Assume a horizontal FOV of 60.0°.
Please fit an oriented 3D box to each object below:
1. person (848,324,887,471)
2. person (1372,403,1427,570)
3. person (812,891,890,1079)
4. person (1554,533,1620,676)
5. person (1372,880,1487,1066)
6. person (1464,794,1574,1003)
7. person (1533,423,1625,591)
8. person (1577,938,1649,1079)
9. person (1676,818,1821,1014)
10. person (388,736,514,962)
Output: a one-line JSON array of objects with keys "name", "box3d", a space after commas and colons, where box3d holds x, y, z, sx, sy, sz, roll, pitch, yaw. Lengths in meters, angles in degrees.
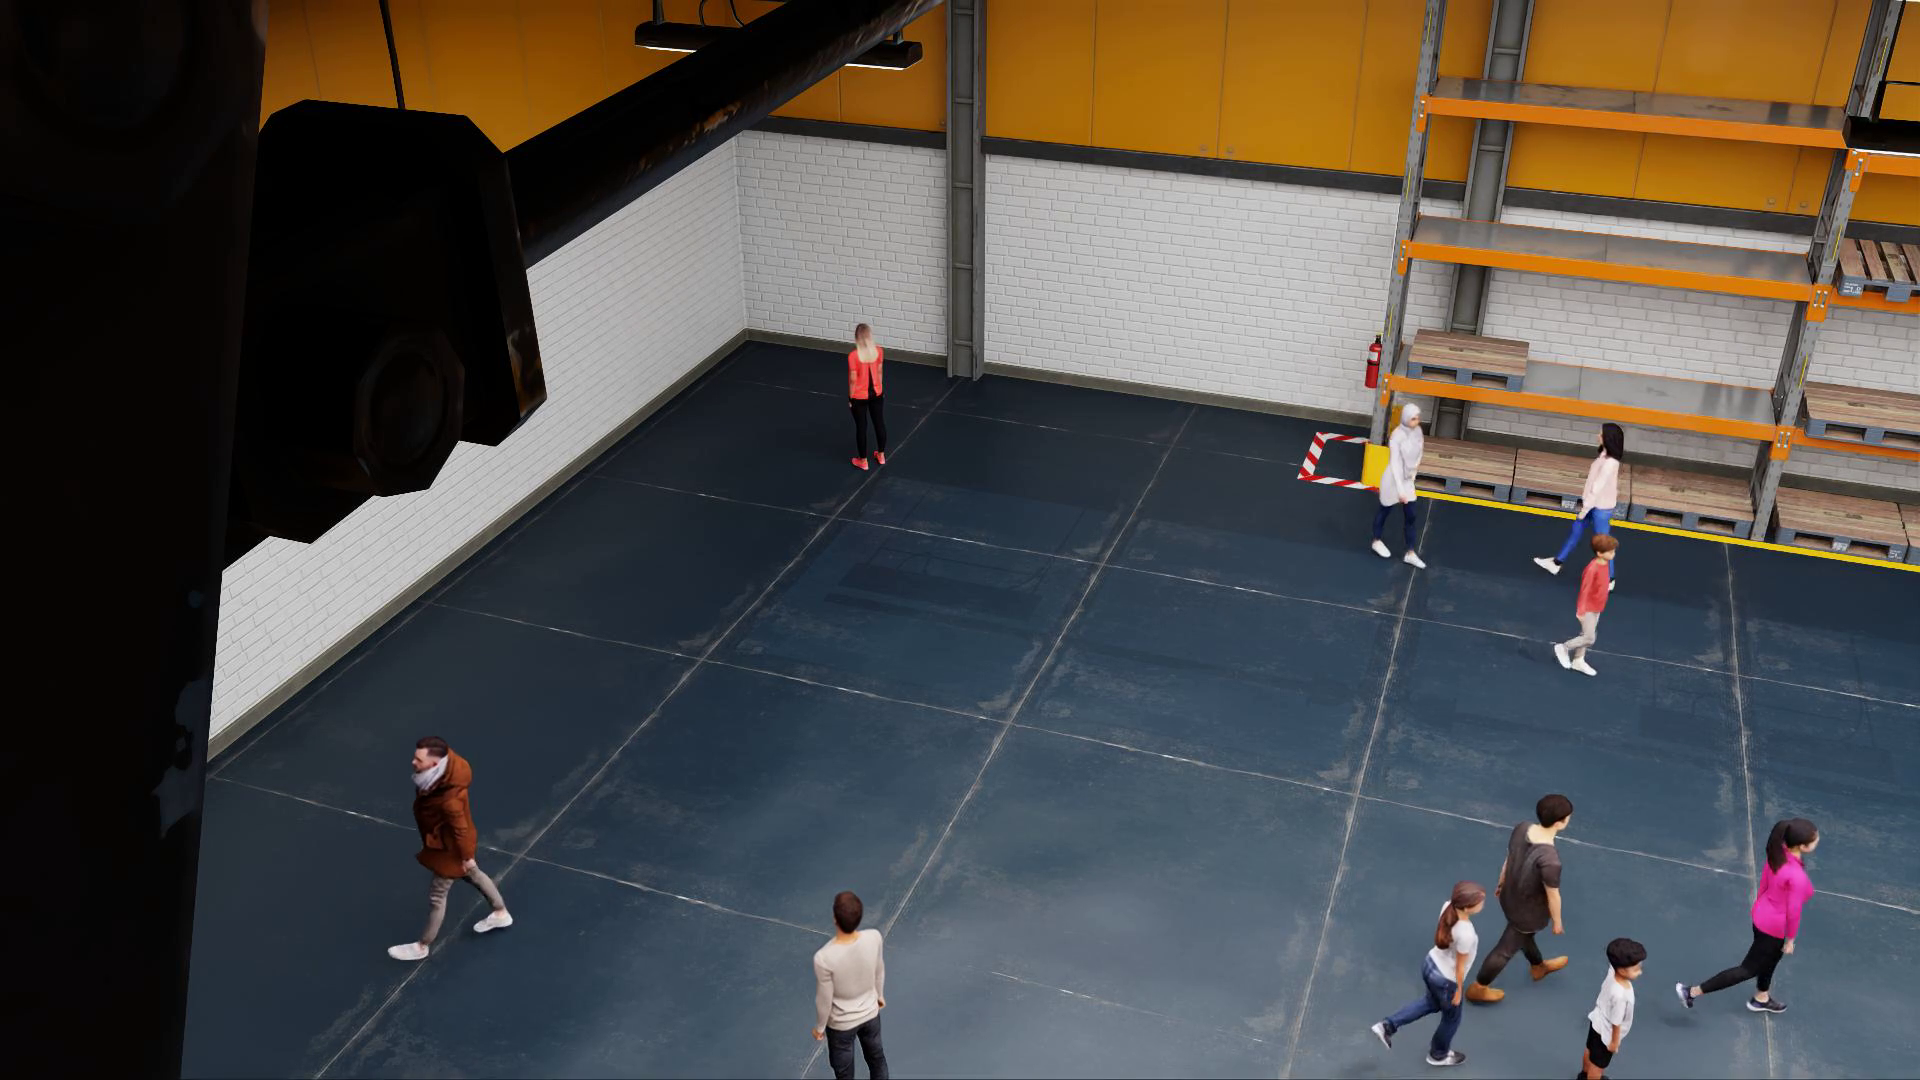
[{"name": "person", "box3d": [-1.041, -1.612, 18.613, 0.680, 1.694, 0.718, -17, 33, -28]}, {"name": "person", "box3d": [4.337, -0.603, 16.709, 0.950, 1.747, 1.022, -15, 32, -25]}, {"name": "person", "box3d": [-0.656, 2.901, 10.159, 0.745, 1.868, 0.766, -19, 34, -30]}, {"name": "person", "box3d": [5.604, 0.558, 14.931, 0.709, 1.412, 0.637, 23, 36, 36]}, {"name": "person", "box3d": [3.059, 2.805, 10.679, 0.952, 1.538, 0.788, -6, 29, -10]}, {"name": "person", "box3d": [3.730, 2.446, 11.197, 1.142, 1.673, 0.950, -4, 29, -8]}, {"name": "person", "box3d": [6.302, -0.289, 16.148, 1.007, 1.734, 0.688, 11, 30, 19]}, {"name": "person", "box3d": [4.112, 3.043, 10.537, 0.513, 1.257, 0.514, 5, 29, 10]}, {"name": "person", "box3d": [5.272, 2.547, 11.015, 1.109, 1.670, 0.769, 2, 29, 3]}, {"name": "person", "box3d": [-3.482, 2.118, 11.676, 1.210, 1.790, 1.118, -10, 30, -18]}]
